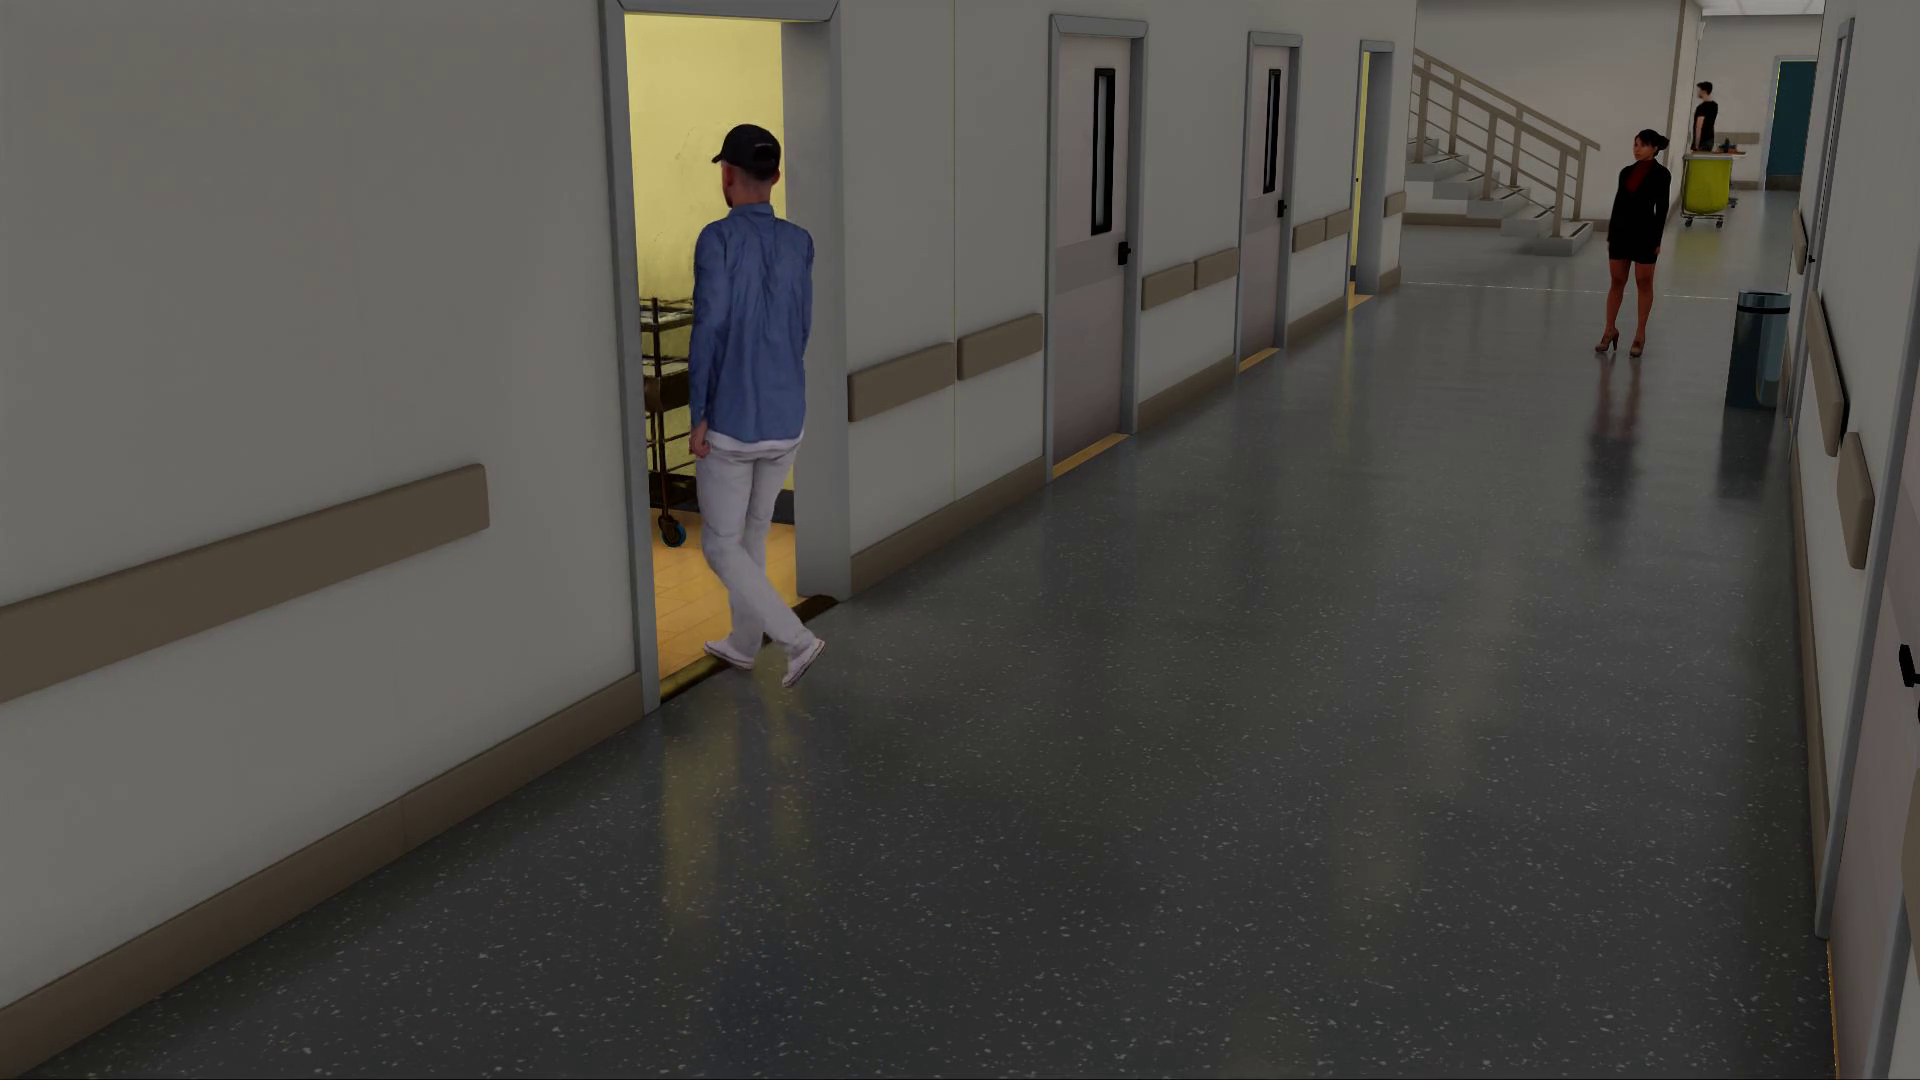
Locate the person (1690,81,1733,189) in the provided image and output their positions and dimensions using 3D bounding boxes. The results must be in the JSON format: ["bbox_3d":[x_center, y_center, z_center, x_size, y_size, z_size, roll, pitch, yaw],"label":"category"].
[{"bbox_3d":[12.078,-6.409,26.816,1.030,1.868,1.253,-11,19,-35],"label":"person"}]

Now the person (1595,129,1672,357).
[{"bbox_3d":[4.981,-2.195,12.288,0.725,1.640,0.664,-14,21,-41],"label":"person"}]

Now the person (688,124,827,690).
[{"bbox_3d":[-0.725,-0.402,5.495,0.932,1.875,1.086,-15,22,-43],"label":"person"}]
